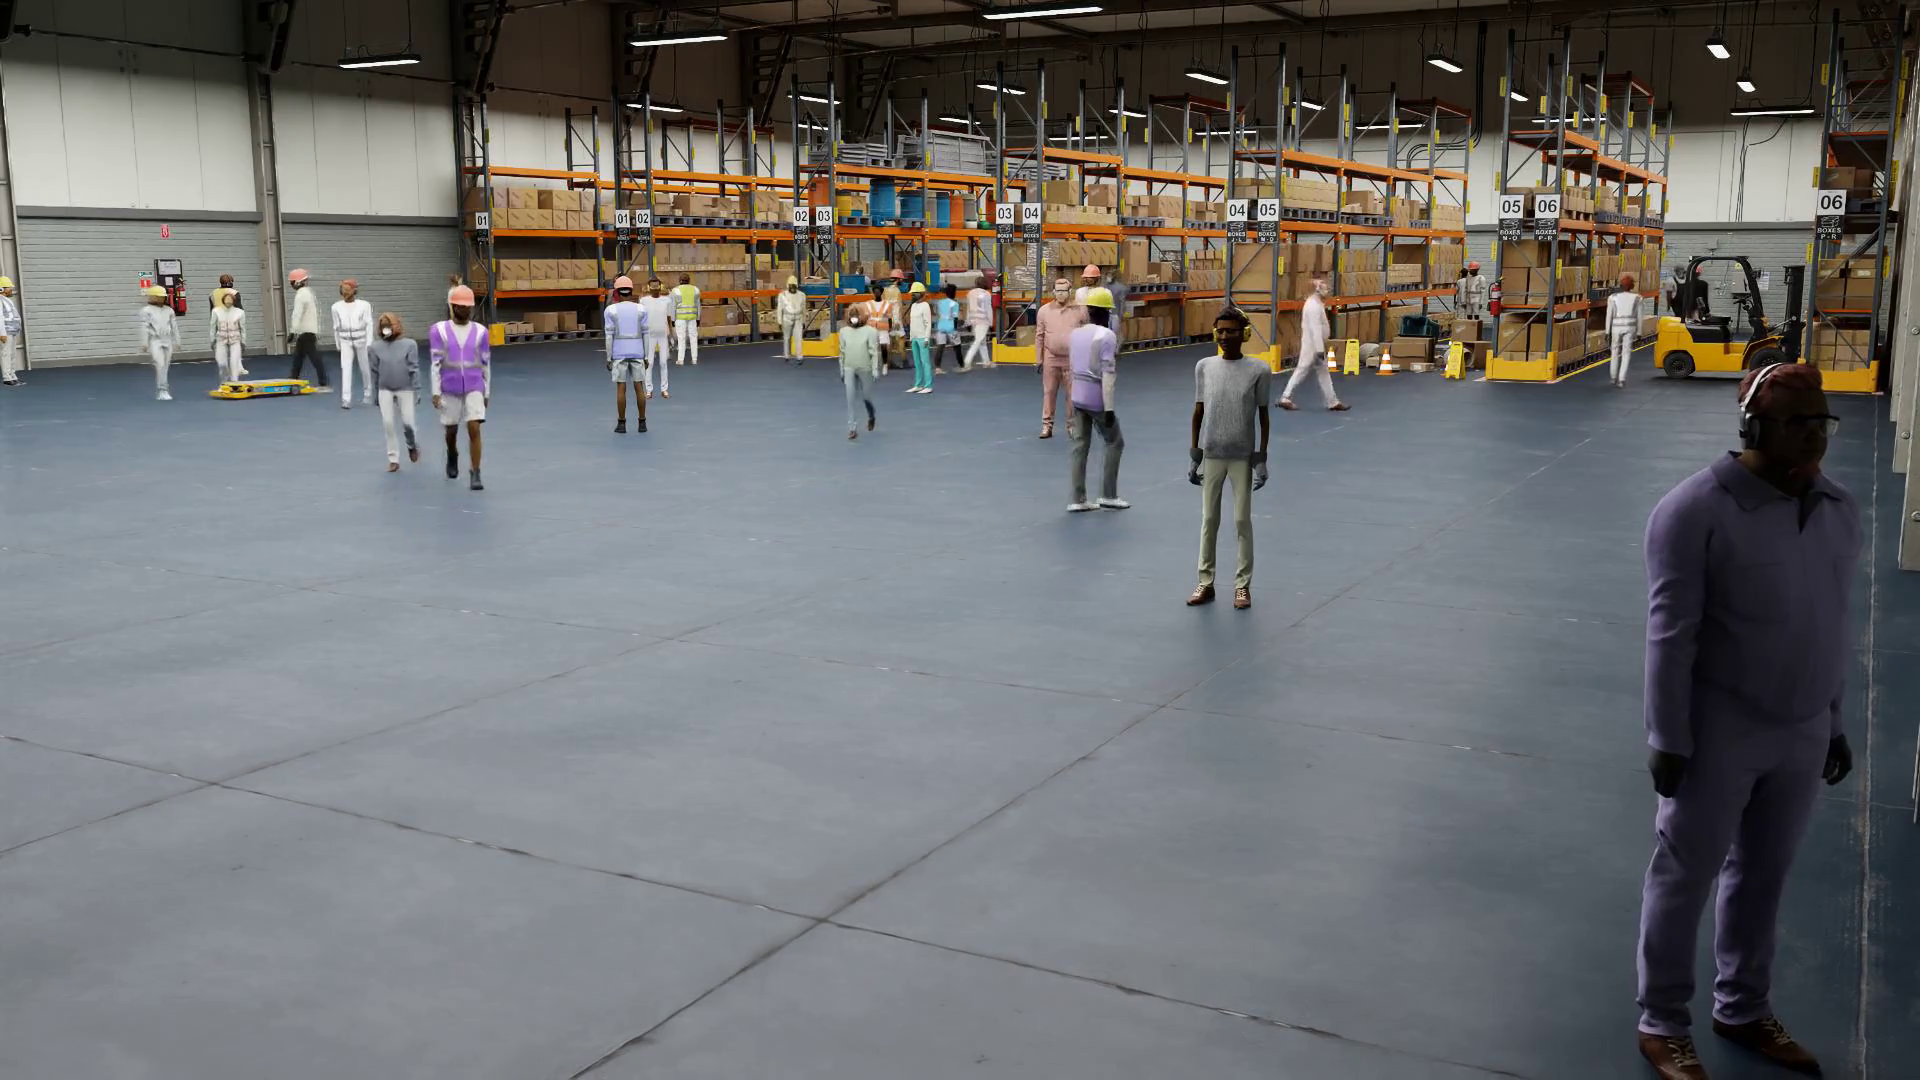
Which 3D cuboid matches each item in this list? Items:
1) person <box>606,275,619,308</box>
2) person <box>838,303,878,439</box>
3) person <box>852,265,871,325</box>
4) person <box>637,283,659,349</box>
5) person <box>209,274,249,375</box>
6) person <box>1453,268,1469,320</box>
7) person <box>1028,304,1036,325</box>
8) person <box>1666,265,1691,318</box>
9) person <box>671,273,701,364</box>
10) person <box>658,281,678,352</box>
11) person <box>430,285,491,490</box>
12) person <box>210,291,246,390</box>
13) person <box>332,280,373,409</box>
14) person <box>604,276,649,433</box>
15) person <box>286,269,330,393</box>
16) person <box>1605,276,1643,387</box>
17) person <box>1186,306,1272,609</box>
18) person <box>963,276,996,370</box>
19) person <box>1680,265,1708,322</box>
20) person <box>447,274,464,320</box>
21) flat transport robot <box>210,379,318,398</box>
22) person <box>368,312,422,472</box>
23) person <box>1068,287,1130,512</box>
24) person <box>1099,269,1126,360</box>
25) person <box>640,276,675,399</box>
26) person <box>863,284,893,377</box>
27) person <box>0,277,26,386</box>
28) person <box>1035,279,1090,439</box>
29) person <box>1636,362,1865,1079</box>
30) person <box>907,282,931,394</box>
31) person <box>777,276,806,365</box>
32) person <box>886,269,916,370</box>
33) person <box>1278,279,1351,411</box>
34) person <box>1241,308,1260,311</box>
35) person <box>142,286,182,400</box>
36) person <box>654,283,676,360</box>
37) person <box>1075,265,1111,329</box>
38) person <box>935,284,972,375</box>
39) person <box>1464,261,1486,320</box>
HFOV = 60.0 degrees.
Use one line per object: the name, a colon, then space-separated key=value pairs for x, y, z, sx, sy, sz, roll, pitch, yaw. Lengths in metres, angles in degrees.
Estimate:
person: x=-8.160 y=-5.471 z=39.789 sx=0.534 sy=1.732 sz=0.855 roll=3 pitch=10 yaw=18
person: x=-1.209 y=-2.044 z=20.036 sx=0.511 sy=1.614 sz=0.625 roll=2 pitch=10 yaw=13
person: x=-2.642 y=-6.323 z=44.154 sx=0.635 sy=1.938 sz=0.359 roll=8 pitch=13 yaw=41
person: x=-6.651 y=-4.709 z=35.641 sx=0.645 sy=1.610 sz=0.532 roll=-8 pitch=12 yaw=-38
person: x=-13.425 y=-3.954 z=30.571 sx=0.636 sy=1.842 sz=0.429 roll=2 pitch=10 yaw=13
person: x=13.506 y=-6.362 z=44.629 sx=0.509 sy=1.860 sz=0.333 roll=2 pitch=10 yaw=13
person: x=1.777 y=-5.258 z=37.976 sx=0.385 sy=1.920 sz=0.596 roll=-4 pitch=11 yaw=-24
person: x=18.713 y=-6.201 z=43.143 sx=0.740 sy=2.000 sz=1.030 roll=-2 pitch=10 yaw=-11
person: x=-5.524 y=-4.452 z=33.486 sx=0.633 sy=1.843 sz=0.429 roll=-5 pitch=11 yaw=-28
person: x=-6.649 y=-5.109 z=37.991 sx=0.524 sy=1.615 sz=0.650 roll=6 pitch=11 yaw=31
person: x=-4.696 y=-1.442 z=15.662 sx=0.558 sy=1.915 sz=0.746 roll=-4 pitch=10 yaw=-22
person: x=-11.572 y=-3.121 z=26.316 sx=0.533 sy=1.621 sz=0.361 roll=-4 pitch=10 yaw=-21
person: x=-8.753 y=-2.835 z=24.045 sx=0.570 sy=1.846 sz=0.980 roll=-1 pitch=10 yaw=-8
person: x=-4.101 y=-2.278 z=20.504 sx=0.542 sy=1.930 sz=0.367 roll=-4 pitch=10 yaw=-20
person: x=-10.534 y=-3.308 z=26.437 sx=0.953 sy=1.948 sz=0.634 roll=-2 pitch=10 yaw=-12
person: x=11.193 y=-3.515 z=28.034 sx=0.595 sy=1.823 sz=1.001 roll=3 pitch=10 yaw=19
person: x=1.662 y=-0.507 z=10.310 sx=0.514 sy=1.872 sz=0.328 roll=4 pitch=10 yaw=22
person: x=0.351 y=-4.162 z=31.914 sx=0.920 sy=1.810 sz=0.639 roll=-8 pitch=12 yaw=-38
person: x=17.450 y=-5.544 z=39.530 sx=0.606 sy=1.968 sz=0.917 roll=4 pitch=10 yaw=21
person: x=-9.981 y=-4.418 z=33.371 sx=0.894 sy=1.806 sz=0.548 roll=-3 pitch=10 yaw=-18
flat transport robot: x=-10.836 y=-2.372 z=25.902 sx=0.652 sy=0.197 sz=1.431 roll=7 pitch=12 yaw=34
person: x=-5.728 y=-1.508 z=16.910 sx=0.513 sy=1.613 sz=0.452 roll=-1 pitch=10 yaw=-6
person: x=1.210 y=-1.189 z=14.178 sx=0.682 sy=1.903 sz=0.622 roll=-7 pitch=12 yaw=-36
person: x=3.127 y=-4.691 z=34.739 sx=0.658 sy=1.885 sz=1.000 roll=6 pitch=11 yaw=29
person: x=-4.643 y=-3.097 z=25.473 sx=0.534 sy=1.869 sz=0.311 roll=-3 pitch=10 yaw=-17
person: x=-1.483 y=-3.748 z=29.837 sx=0.539 sy=1.682 sz=0.432 roll=1 pitch=10 yaw=4
person: x=-15.961 y=-3.493 z=27.897 sx=0.404 sy=1.831 sz=0.600 roll=-2 pitch=10 yaw=-13
person: x=1.215 y=-2.152 z=19.833 sx=0.651 sy=1.906 sz=0.401 roll=1 pitch=10 yaw=7
person: x=2.090 y=0.491 z=4.361 sx=0.643 sy=1.908 sz=0.399 roll=-3 pitch=10 yaw=-19
person: x=-0.656 y=-3.204 z=26.405 sx=0.326 sy=1.767 sz=0.533 roll=-6 pitch=11 yaw=-31
person: x=-3.389 y=-4.413 z=33.444 sx=0.609 sy=1.788 sz=0.935 roll=-3 pitch=10 yaw=-18
person: x=-1.161 y=-4.229 z=31.939 sx=0.597 sy=1.927 sz=0.570 roll=-4 pitch=10 yaw=-21
person: x=4.972 y=-2.728 z=23.372 sx=1.007 sy=1.863 sz=0.663 roll=2 pitch=10 yaw=13
person: x=6.772 y=-5.468 z=39.219 sx=0.631 sy=1.910 sz=0.989 roll=1 pitch=10 yaw=8
person: x=-11.977 y=-2.957 z=25.056 sx=0.685 sy=1.716 sz=0.513 roll=7 pitch=12 yaw=34
person: x=-6.227 y=-4.575 z=34.857 sx=0.461 sy=1.615 sz=0.514 roll=-2 pitch=10 yaw=-12
person: x=2.094 y=-3.346 z=26.434 sx=0.608 sy=2.040 sz=0.394 roll=4 pitch=11 yaw=25
person: x=-0.156 y=-3.855 z=30.520 sx=0.545 sy=1.647 sz=0.854 roll=8 pitch=13 yaw=41
person: x=13.079 y=-6.070 z=42.377 sx=0.395 sy=2.040 sz=0.609 roll=-6 pitch=11 yaw=-30
